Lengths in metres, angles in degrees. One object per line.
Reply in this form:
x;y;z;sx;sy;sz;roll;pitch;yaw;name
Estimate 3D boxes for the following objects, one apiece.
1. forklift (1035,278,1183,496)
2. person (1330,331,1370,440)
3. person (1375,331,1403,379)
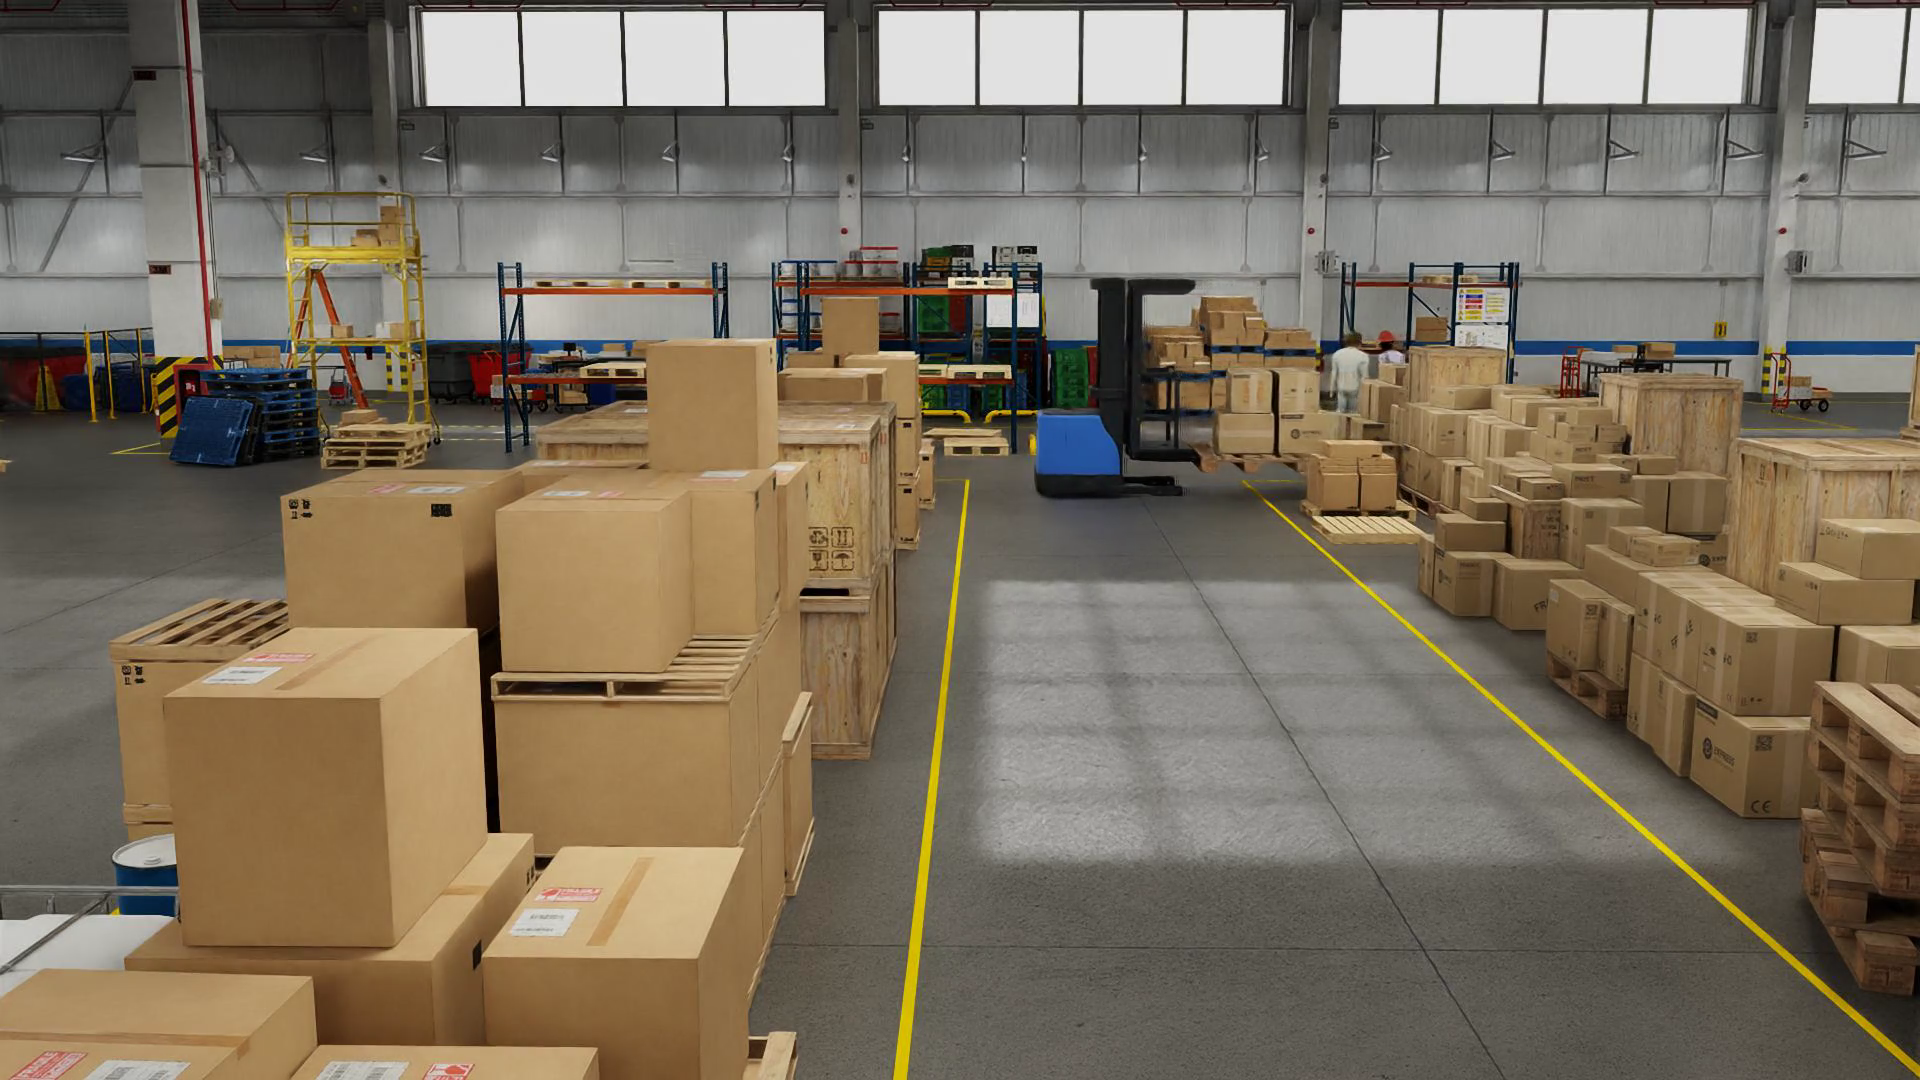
1.933;-2.010;21.677;1.873;2.768;1.129;0;9;1;forklift
6.352;-2.446;27.185;0.688;1.918;0.559;7;12;35;person
7.038;-2.496;27.481;0.627;1.917;0.531;-6;11;-31;person
